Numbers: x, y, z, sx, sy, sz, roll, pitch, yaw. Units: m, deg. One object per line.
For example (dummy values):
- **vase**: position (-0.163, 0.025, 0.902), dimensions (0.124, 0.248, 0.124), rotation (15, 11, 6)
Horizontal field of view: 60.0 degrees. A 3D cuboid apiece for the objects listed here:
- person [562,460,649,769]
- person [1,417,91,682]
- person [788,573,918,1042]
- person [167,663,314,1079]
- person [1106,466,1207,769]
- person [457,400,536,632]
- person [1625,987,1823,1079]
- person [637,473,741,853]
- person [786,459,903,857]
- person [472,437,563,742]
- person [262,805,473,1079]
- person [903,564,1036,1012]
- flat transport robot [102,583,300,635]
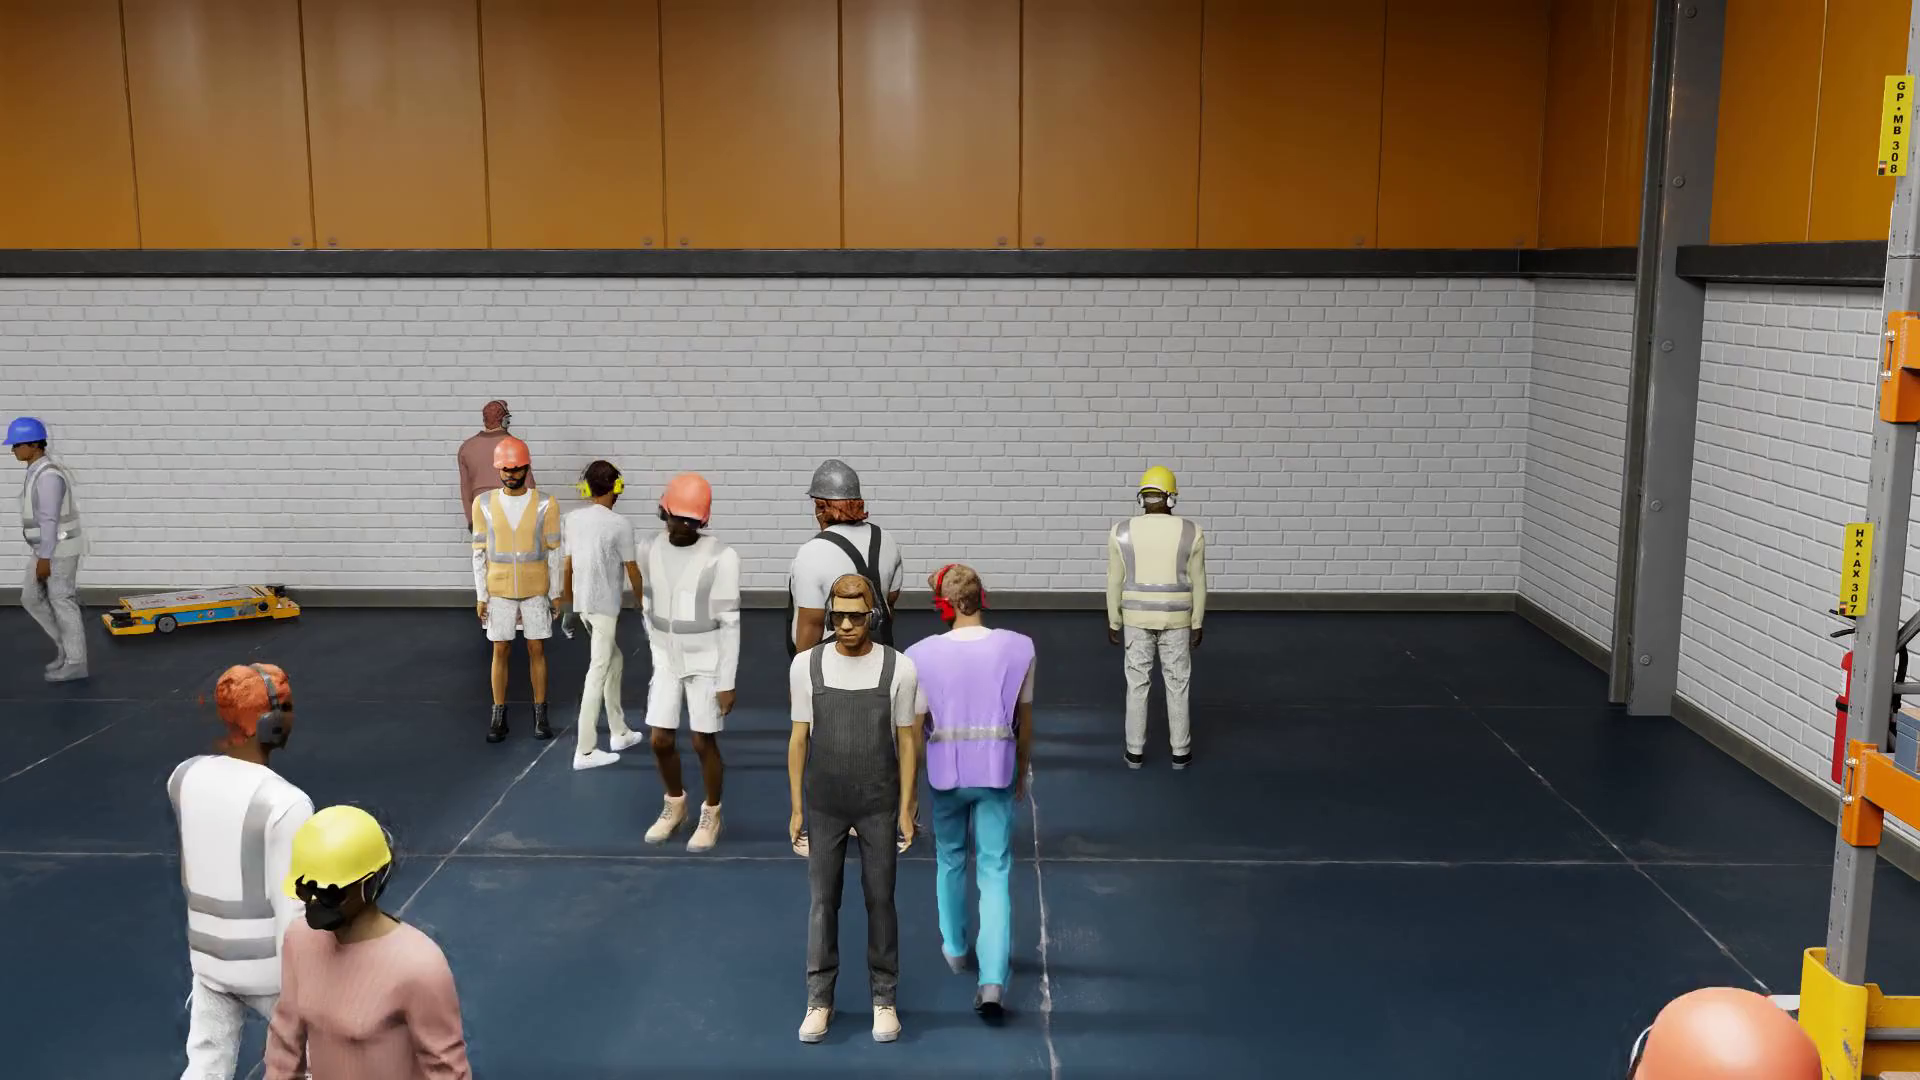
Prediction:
- **person**: position (-2.089, 0.433, 10.067), dimensions (0.552, 1.832, 0.750), rotation (7, 12, 38)
- **person**: position (-6.576, 0.072, 11.983), dimensions (0.460, 1.925, 0.647), rotation (-9, 13, -42)
- **person**: position (-0.414, 1.035, 6.458), dimensions (0.507, 1.846, 0.346), rotation (0, 9, 0)
- **person**: position (-2.155, 1.280, 5.046), dimensions (0.591, 1.842, 0.974), rotation (4, 10, 24)
- **person**: position (1.171, 0.468, 9.927), dimensions (0.591, 1.822, 0.404), rotation (2, 10, 9)
- **person**: position (-3.748, -0.193, 13.627), dimensions (0.636, 1.910, 0.405), rotation (2, 10, 12)
- **person**: position (1.113, 1.620, 2.567), dimensions (0.615, 1.980, 0.421), rotation (-3, 10, -16)
- **person**: position (-1.360, 0.631, 8.418), dimensions (0.628, 1.995, 0.573), rotation (4, 10, 23)
- **person**: position (-0.642, 0.599, 8.487), dimensions (0.536, 2.000, 0.673), rotation (8, 13, 41)
- **person**: position (-2.790, 0.312, 10.507), dimensions (0.545, 1.939, 0.374), rotation (-2, 10, -10)
- **person**: position (-1.447, 1.478, 4.090), dimensions (0.541, 1.749, 0.411), rotation (6, 11, 32)
- **person**: position (0.045, 1.003, 6.812), dimensions (0.557, 1.803, 0.851), rotation (-1, 10, -4)
- **flat transport robot**: position (-6.370, 0.568, 13.960), dimensions (1.431, 0.197, 0.652), rotation (-6, 11, -33)
